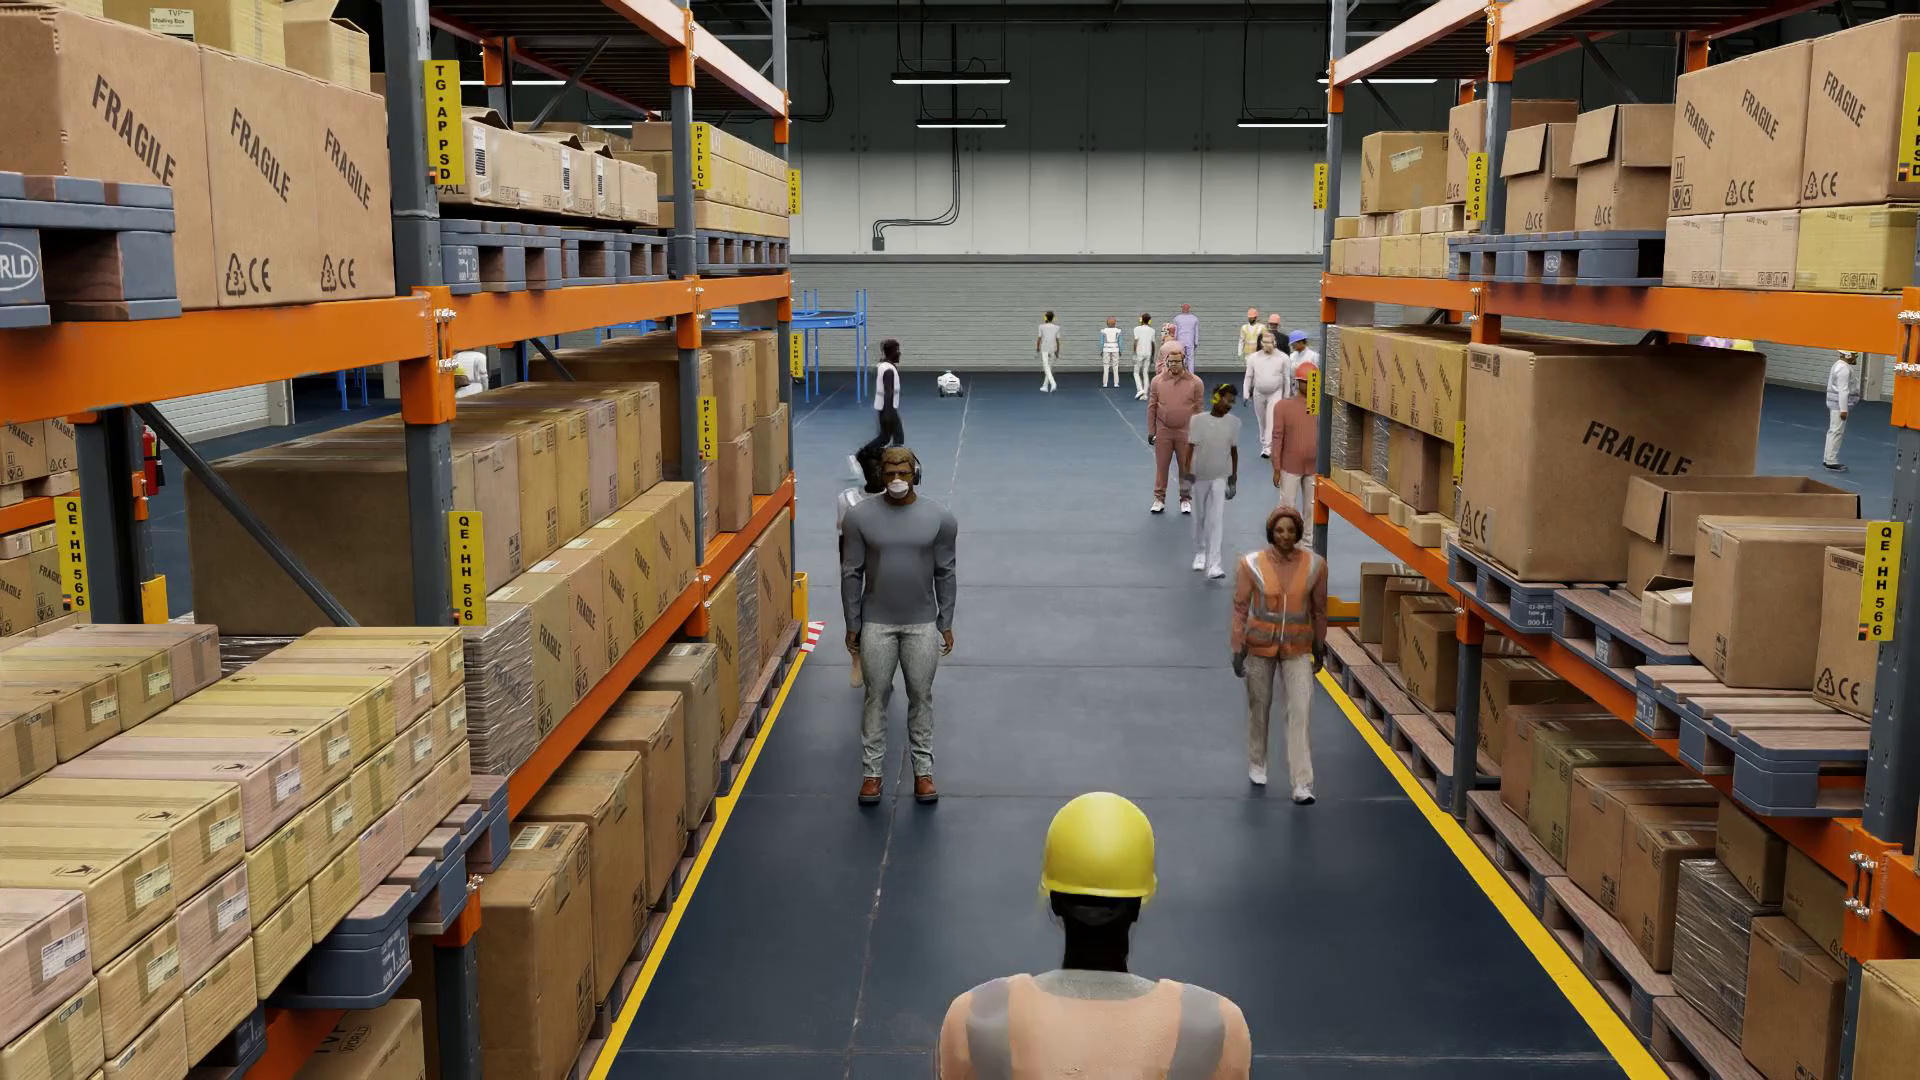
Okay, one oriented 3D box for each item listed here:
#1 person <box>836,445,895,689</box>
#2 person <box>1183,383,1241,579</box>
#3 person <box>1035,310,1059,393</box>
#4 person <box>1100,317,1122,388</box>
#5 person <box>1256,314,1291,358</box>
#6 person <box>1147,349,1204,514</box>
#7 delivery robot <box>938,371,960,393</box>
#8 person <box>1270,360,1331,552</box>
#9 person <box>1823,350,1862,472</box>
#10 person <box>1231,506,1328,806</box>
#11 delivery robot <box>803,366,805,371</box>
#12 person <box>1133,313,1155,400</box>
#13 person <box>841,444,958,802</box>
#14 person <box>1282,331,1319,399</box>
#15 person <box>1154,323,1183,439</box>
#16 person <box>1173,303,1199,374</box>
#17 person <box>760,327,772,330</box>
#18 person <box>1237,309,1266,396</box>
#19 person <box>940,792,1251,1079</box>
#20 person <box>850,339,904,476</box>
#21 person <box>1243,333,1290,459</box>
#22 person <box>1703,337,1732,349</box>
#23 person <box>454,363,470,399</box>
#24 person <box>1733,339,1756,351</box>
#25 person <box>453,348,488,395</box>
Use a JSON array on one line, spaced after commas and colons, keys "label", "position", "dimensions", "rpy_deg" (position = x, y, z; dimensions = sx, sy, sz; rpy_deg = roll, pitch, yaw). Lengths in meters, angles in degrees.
[{"label": "person", "position": [-0.561, 0.195, 11.255], "dimensions": [0.547, 1.684, 0.396], "rpy_deg": [-1, 10, -6]}, {"label": "person", "position": [2.334, -0.562, 15.448], "dimensions": [0.552, 1.796, 1.010], "rpy_deg": [0, 9, 1]}, {"label": "person", "position": [1.990, -4.234, 37.323], "dimensions": [0.518, 1.844, 0.891], "rpy_deg": [-4, 10, -25]}, {"label": "person", "position": [3.516, -4.372, 38.718], "dimensions": [0.520, 1.645, 0.307], "rpy_deg": [1, 9, 4]}, {"label": "person", "position": [5.794, -3.188, 30.748], "dimensions": [0.653, 1.936, 1.047], "rpy_deg": [3, 10, 19]}, {"label": "person", "position": [2.497, -1.264, 19.322], "dimensions": [0.652, 1.906, 0.403], "rpy_deg": [2, 10, 12]}, {"label": "delivery robot", "position": [-0.245, -3.449, 36.292], "dimensions": [0.477, 0.478, 0.707], "rpy_deg": [-2, 10, -14]}, {"label": "person", "position": [3.200, -0.677, 15.535], "dimensions": [0.611, 1.996, 0.379], "rpy_deg": [-2, 10, -11]}, {"label": "person", "position": [12.322, -1.875, 23.225], "dimensions": [0.403, 1.825, 0.594], "rpy_deg": [4, 10, 21]}, {"label": "person", "position": [1.728, 0.617, 8.992], "dimensions": [0.530, 1.592, 0.833], "rpy_deg": [1, 10, 5]}, {"label": "delivery robot", "position": [-4.017, -4.191, 39.964], "dimensions": [0.698, 0.223, 0.335], "rpy_deg": [3, 10, 16]}, {"label": "person", "position": [3.886, -3.881, 35.243], "dimensions": [0.559, 1.821, 0.529], "rpy_deg": [-3, 10, -16]}, {"label": "person", "position": [-0.325, 0.449, 8.966], "dimensions": [0.630, 1.940, 0.372], "rpy_deg": [-1, 10, -4]}, {"label": "person", "position": [5.209, -2.224, 25.162], "dimensions": [0.858, 1.877, 0.608], "rpy_deg": [-4, 10, -25]}, {"label": "person", "position": [3.411, -2.607, 27.359], "dimensions": [0.409, 1.906, 0.651], "rpy_deg": [4, 10, 25]}, {"label": "person", "position": [5.513, -4.838, 40.729], "dimensions": [0.650, 1.907, 0.409], "rpy_deg": [-1, 10, -5]}, {"label": "person", "position": [-3.625, -3.268, 31.383], "dimensions": [1.006, 1.883, 0.549], "rpy_deg": [3, 10, 17]}, {"label": "person", "position": [6.304, -4.058, 36.089], "dimensions": [0.568, 1.886, 0.998], "rpy_deg": [5, 11, 28]}, {"label": "person", "position": [0.269, 1.416, 3.273], "dimensions": [0.590, 1.901, 0.736], "rpy_deg": [2, 10, 11]}, {"label": "person", "position": [-1.029, -1.751, 22.308], "dimensions": [0.840, 1.891, 0.596], "rpy_deg": [-1, 10, -7]}, {"label": "person", "position": [4.564, -2.154, 24.806], "dimensions": [0.664, 1.855, 0.996], "rpy_deg": [4, 10, 22]}, {"label": "person", "position": [13.521, -3.000, 29.682], "dimensions": [0.553, 1.919, 0.513], "rpy_deg": [0, 9, -2]}, {"label": "person", "position": [-5.824, -1.190, 19.360], "dimensions": [0.304, 1.745, 0.483], "rpy_deg": [-2, 10, -14]}, {"label": "person", "position": [10.403, -1.779, 22.413], "dimensions": [0.593, 1.912, 0.558], "rpy_deg": [-6, 11, -31]}, {"label": "person", "position": [-7.214, -2.142, 24.527], "dimensions": [0.570, 1.924, 0.504], "rpy_deg": [2, 10, 12]}]
